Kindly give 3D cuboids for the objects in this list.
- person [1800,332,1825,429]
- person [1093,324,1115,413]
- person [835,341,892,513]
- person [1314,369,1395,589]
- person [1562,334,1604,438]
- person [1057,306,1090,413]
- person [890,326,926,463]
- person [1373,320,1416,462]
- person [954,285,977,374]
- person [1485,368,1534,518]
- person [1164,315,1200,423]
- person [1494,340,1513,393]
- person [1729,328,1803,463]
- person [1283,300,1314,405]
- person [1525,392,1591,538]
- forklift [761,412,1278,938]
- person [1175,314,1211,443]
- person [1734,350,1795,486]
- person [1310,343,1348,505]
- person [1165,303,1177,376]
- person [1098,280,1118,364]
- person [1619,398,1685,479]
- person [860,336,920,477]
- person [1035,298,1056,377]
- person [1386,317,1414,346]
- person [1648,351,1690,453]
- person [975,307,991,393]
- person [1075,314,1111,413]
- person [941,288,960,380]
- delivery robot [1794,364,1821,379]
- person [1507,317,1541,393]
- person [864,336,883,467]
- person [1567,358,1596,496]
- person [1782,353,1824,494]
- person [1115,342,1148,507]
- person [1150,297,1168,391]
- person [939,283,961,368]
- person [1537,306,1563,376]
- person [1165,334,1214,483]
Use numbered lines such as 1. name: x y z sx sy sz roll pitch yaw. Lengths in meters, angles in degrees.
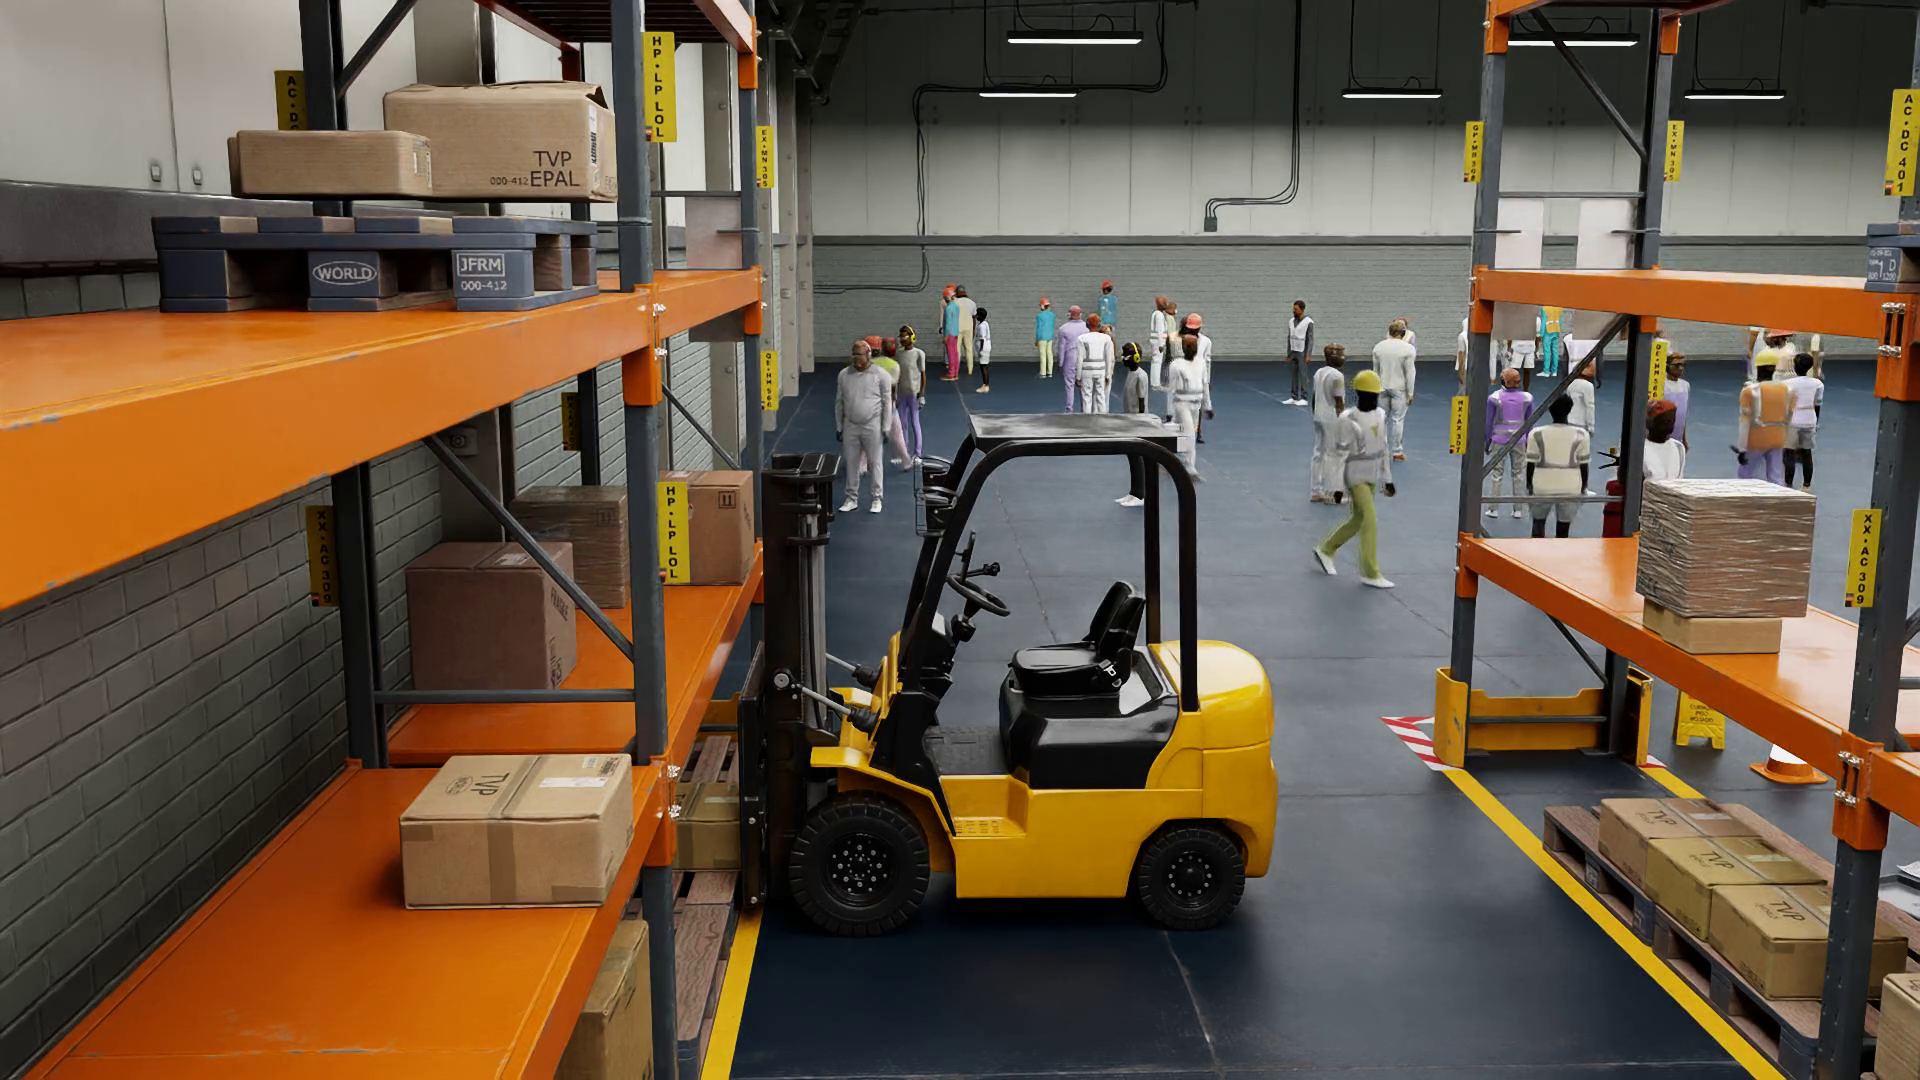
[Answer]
1. person: 13.681 -2.719 26.758 0.373 1.840 0.571 3 11 15
2. person: 2.369 -2.726 27.365 0.306 1.639 0.523 8 13 37
3. person: -1.080 -1.242 18.358 0.651 1.904 0.403 3 11 16
4. person: 3.490 -0.562 14.615 0.586 1.895 0.877 -10 14 -43
5. person: 9.473 -2.493 25.321 0.592 1.910 0.378 4 11 23
6. person: 1.946 -3.014 28.220 0.636 1.911 0.405 -3 11 -16
7. person: -0.699 -1.942 22.356 0.538 1.869 0.313 7 12 33
8. person: 5.912 -2.031 22.690 0.627 1.933 0.366 10 14 44
9. person: 0.016 -4.759 37.575 0.679 2.000 0.537 -3 11 -15
10. person: 5.931 -1.040 18.002 0.514 1.634 0.313 1 10 6
11. person: 3.544 -2.634 26.334 0.623 1.833 0.430 2 10 12
12. person: 10.690 -3.717 32.594 0.298 1.745 0.484 1 10 7
13. person: 11.064 -1.991 22.584 0.982 1.878 0.545 5 11 25
14. person: 6.236 -3.435 30.537 0.375 1.917 0.599 -6 12 -31
15. person: 5.203 -0.440 14.508 0.545 1.686 0.398 4 11 22
16. forklift: 0.291 0.548 7.580 2.313 2.155 1.214 0 10 -2
17. person: 3.455 -2.383 24.646 0.552 1.926 0.372 -1 10 -5
18. person: 8.222 -1.008 17.136 0.607 1.870 0.982 0 10 -2
19. person: 4.208 -1.321 18.975 0.346 1.842 0.505 -4 11 -23
20. person: 4.684 -4.441 36.934 0.280 1.633 0.502 2 10 11
21. person: 3.581 -5.303 40.594 0.610 2.043 0.397 -10 14 -43
22. person: 4.980 -0.092 12.033 0.589 1.880 0.538 -4 11 -21
23. person: -0.951 -1.701 21.255 0.574 1.785 0.999 9 13 40
24. person: 1.865 -4.474 36.785 0.326 1.752 0.563 9 14 42
25. person: 8.016 -3.255 30.409 0.508 1.605 0.843 4 11 23
26. person: 7.503 -1.080 17.622 0.506 1.846 0.346 -4 11 -20
27. person: 0.451 -3.764 33.011 0.320 1.693 0.536 1 10 6
28. person: 2.043 -2.528 25.579 0.584 1.882 0.347 -3 11 -19
29. person: -0.207 -4.453 36.000 0.382 1.993 0.609 4 11 20
30. delivery robot: 17.650 -3.548 34.701 0.477 0.478 0.707 0 10 0
31. person: 10.482 -3.530 30.934 0.614 1.963 0.362 0 10 1
32. person: -1.188 -1.847 22.174 0.337 1.742 0.562 1 10 6
33. person: 7.351 -1.346 19.693 0.281 1.633 0.499 -2 10 -10
34. person: 9.826 -1.343 19.499 0.540 1.695 0.317 -2 10 -9
35. person: 1.962 -1.308 18.864 0.335 1.860 0.508 -2 10 -10
36. person: 4.009 -3.958 33.543 0.337 1.882 0.585 -1 10 -3
37. person: -0.206 -5.088 39.523 0.622 1.996 0.370 -3 11 -16
38. person: 13.140 -4.596 37.019 0.587 1.914 0.390 -5 11 -26
39. person: 2.800 -1.664 20.851 0.574 1.860 0.825 -8 13 -37
